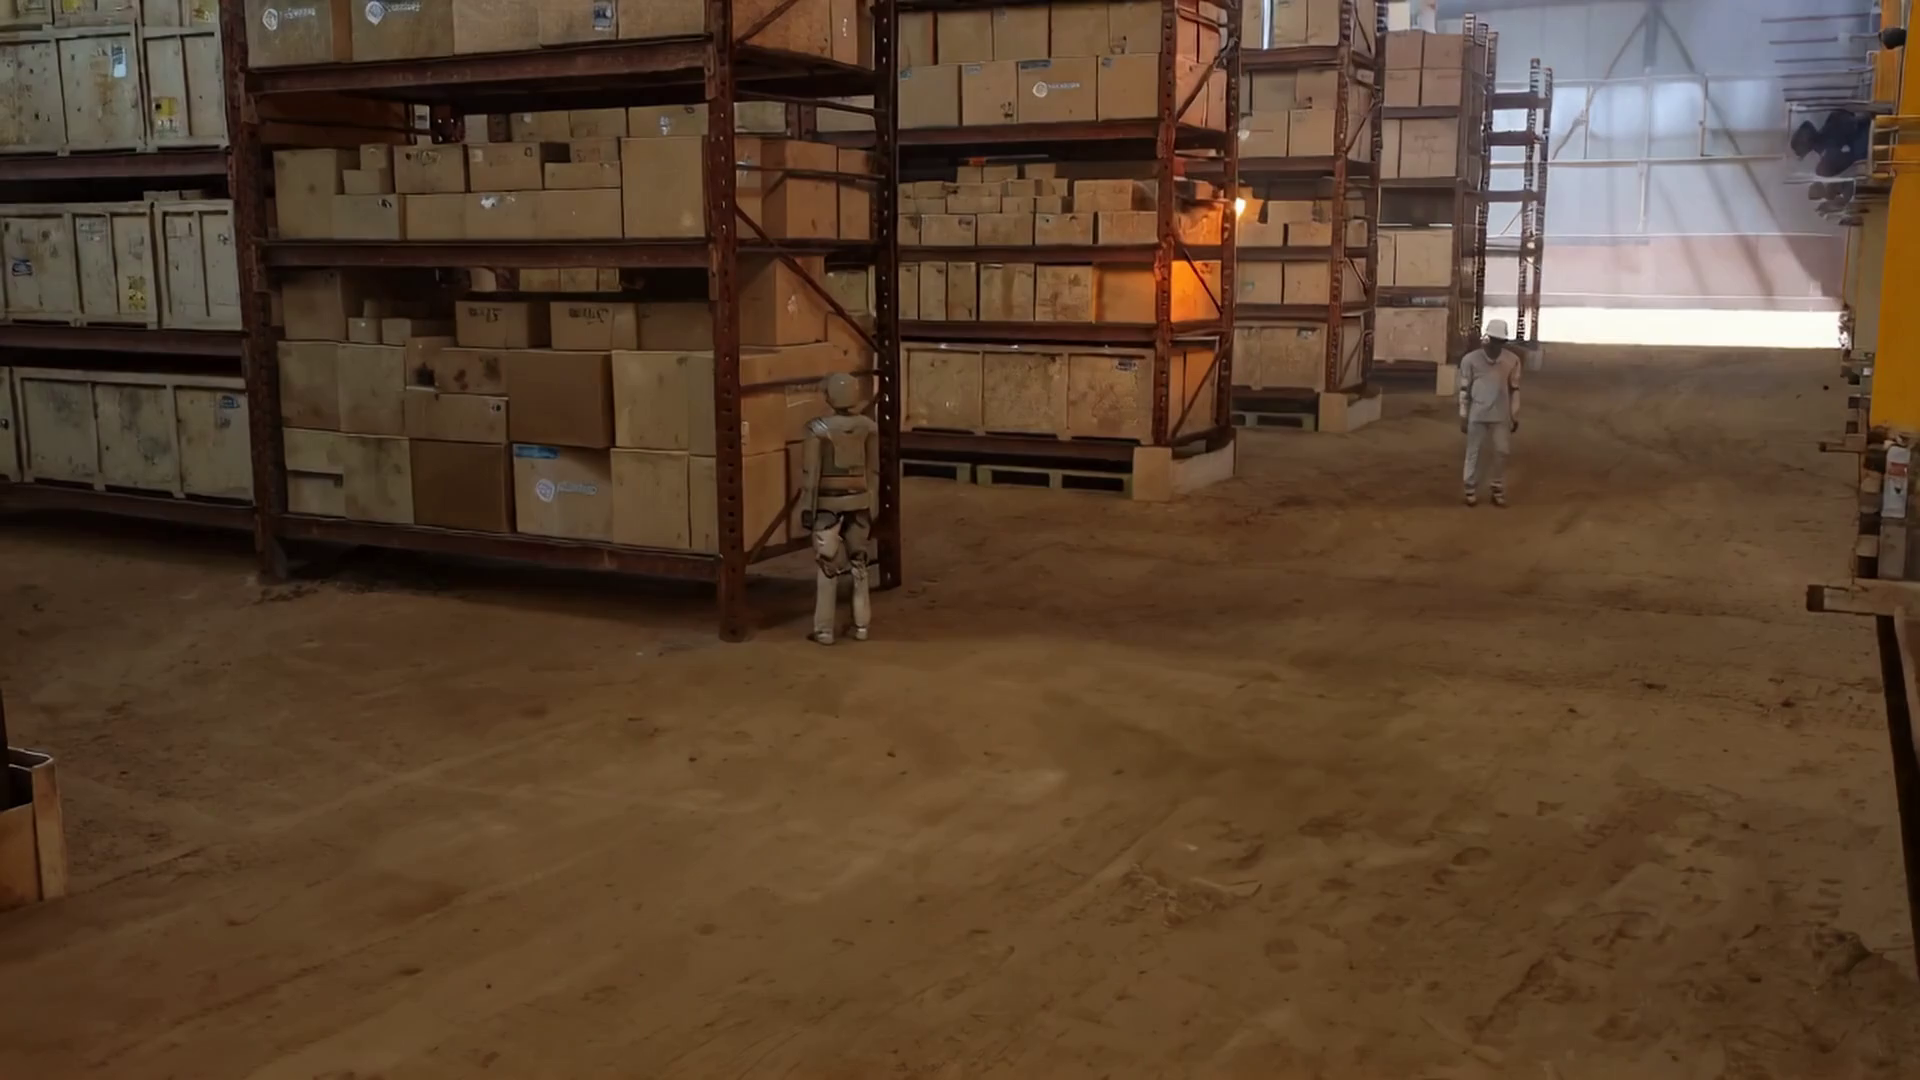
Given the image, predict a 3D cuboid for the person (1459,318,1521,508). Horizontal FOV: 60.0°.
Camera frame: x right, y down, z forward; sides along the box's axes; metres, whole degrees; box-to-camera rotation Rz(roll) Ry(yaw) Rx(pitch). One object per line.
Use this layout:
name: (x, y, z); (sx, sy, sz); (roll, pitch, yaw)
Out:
person: (4.849, -1.156, 15.215); (0.565, 1.745, 0.348); (0, 10, -1)

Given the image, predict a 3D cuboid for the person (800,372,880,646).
person: (-0.703, -0.182, 9.917); (0.525, 1.632, 0.313); (-6, 12, -31)
